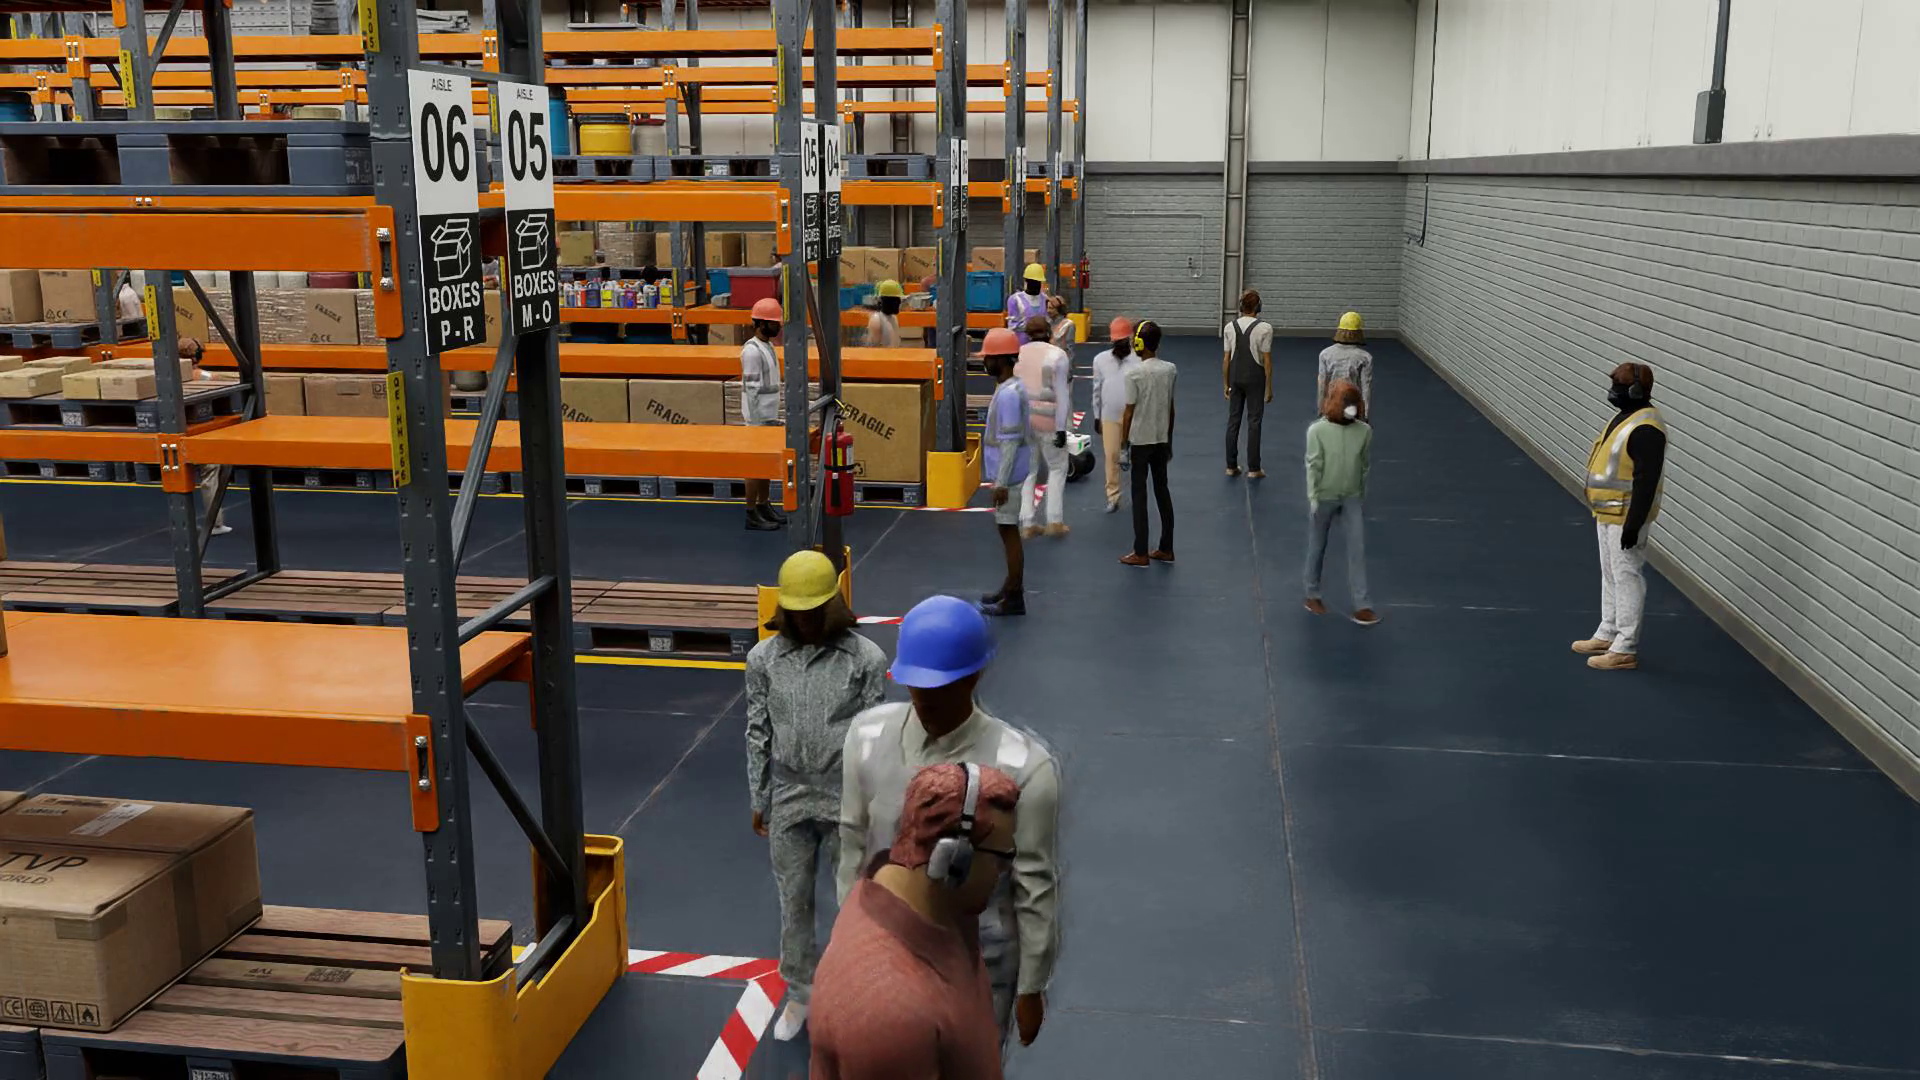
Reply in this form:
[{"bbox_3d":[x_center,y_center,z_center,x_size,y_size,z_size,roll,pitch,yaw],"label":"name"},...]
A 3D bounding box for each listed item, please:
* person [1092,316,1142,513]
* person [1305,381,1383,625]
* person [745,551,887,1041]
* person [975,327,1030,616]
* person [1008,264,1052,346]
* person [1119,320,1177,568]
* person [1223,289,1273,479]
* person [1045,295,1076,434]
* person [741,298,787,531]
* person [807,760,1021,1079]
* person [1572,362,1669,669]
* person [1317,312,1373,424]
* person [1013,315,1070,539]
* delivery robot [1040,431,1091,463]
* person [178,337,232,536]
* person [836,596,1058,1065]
[{"bbox_3d":[1.453,-1.136,14.732,0.576,1.726,0.756,4,13,16],"label":"person"},{"bbox_3d":[2.509,-0.229,10.918,0.508,1.599,0.814,-3,13,-12],"label":"person"},{"bbox_3d":[-0.485,0.876,5.631,0.491,1.730,0.324,1,13,5],"label":"person"},{"bbox_3d":[0.284,-0.454,11.157,0.372,1.935,0.552,1,13,3],"label":"person"},{"bbox_3d":[0.822,-2.223,19.197,0.596,1.917,0.404,-7,14,-29],"label":"person"},{"bbox_3d":[1.422,-0.722,12.562,0.511,1.859,0.332,-8,15,-33],"label":"person"},{"bbox_3d":[2.791,-1.507,16.143,0.503,1.839,0.348,8,15,33],"label":"person"},{"bbox_3d":[1.074,-1.853,18.176,0.315,1.631,0.525,-10,16,-37],"label":"person"},{"bbox_3d":[-1.612,-1.043,13.844,0.387,1.929,0.544,3,13,12],"label":"person"},{"bbox_3d":[-0.064,1.323,3.343,0.969,1.842,0.654,2,13,9],"label":"person"},{"bbox_3d":[3.970,-0.148,9.994,0.429,1.844,0.627,1,13,6],"label":"person"},{"bbox_3d":[3.413,-1.152,14.773,0.486,1.736,0.315,7,14,27],"label":"person"},{"bbox_3d":[0.623,-0.917,13.570,0.656,1.798,0.533,8,15,33],"label":"person"},{"bbox_3d":[0.901,-0.922,16.203,0.707,0.478,0.477,5,13,21],"label":"delivery robot"},{"bbox_3d":[-6.246,-0.839,13.599,0.509,1.629,0.315,1,13,6],"label":"person"},{"bbox_3d":[-0.024,1.056,4.353,0.629,1.927,0.532,6,14,27],"label":"person"}]
